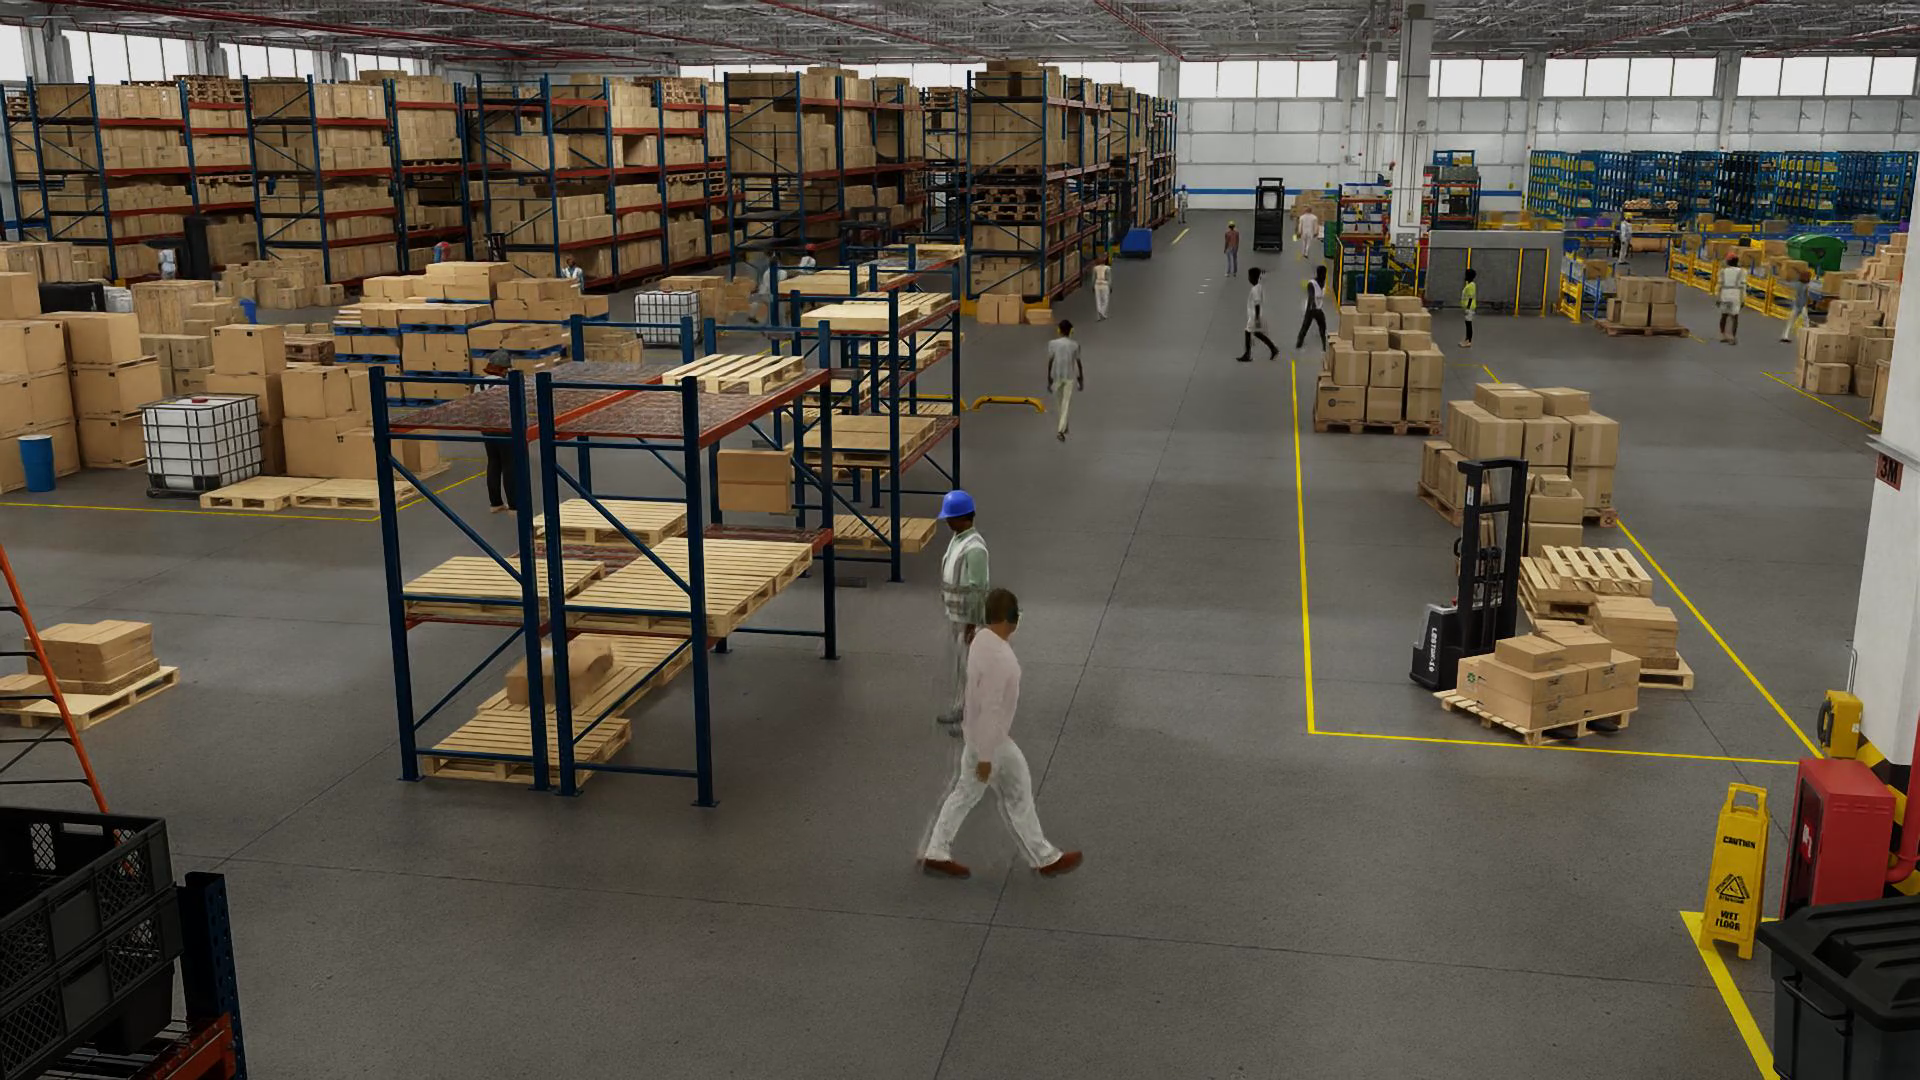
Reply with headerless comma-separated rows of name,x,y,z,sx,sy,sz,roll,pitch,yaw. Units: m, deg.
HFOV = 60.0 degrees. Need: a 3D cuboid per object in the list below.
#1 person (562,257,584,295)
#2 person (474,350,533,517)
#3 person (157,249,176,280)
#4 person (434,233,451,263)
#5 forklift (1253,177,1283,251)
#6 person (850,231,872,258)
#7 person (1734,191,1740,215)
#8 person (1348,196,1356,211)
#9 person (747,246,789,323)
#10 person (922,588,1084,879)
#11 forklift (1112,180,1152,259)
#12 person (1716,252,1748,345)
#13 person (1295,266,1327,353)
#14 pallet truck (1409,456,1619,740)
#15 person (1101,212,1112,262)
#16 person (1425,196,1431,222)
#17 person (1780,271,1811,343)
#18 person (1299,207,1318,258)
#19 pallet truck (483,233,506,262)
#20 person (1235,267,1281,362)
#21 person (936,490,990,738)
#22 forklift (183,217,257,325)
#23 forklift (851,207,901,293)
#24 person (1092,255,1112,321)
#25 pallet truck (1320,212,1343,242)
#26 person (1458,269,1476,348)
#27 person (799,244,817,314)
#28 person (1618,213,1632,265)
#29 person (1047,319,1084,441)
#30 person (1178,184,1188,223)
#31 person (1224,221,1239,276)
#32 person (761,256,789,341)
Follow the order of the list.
person,-9.347,-6.017,40.211,0.524,1.630,0.313,0,14,0
person,-5.538,-1.308,20.243,0.677,2.000,0.536,10,17,35
person,-22.005,-7.504,46.163,0.463,1.682,0.554,5,15,21
person,-14.423,-7.628,46.342,0.429,1.836,0.631,4,14,15
forklift,12.083,-12.747,64.956,1.129,2.768,1.873,3,14,10
person,-2.634,-7.347,44.932,0.648,1.954,0.921,3,14,12
person,37.338,-16.001,79.890,0.369,2.046,0.606,2,14,7
person,19.594,-16.545,82.937,0.513,1.637,0.309,2,14,8
person,-4.760,-6.245,40.683,1.150,1.869,0.644,-7,15,-25
person,0.231,1.223,10.333,1.035,1.870,0.662,-2,14,-7
forklift,6.082,-11.722,60.796,1.873,2.768,1.129,2,14,9
person,16.963,-5.312,36.617,0.618,2.001,0.611,11,17,37
person,7.463,-4.807,34.841,0.598,1.856,1.047,-11,17,-37
pallet truck,4.504,0.400,13.395,0.823,1.965,1.885,-6,15,-23
person,5.194,-10.819,59.442,0.589,1.744,0.561,-1,14,-2
person,20.661,-14.313,73.547,0.829,1.791,0.584,2,14,8
person,18.593,-5.118,36.641,0.849,1.588,0.503,2,14,9
person,12.885,-11.350,61.409,0.661,1.849,1.022,5,15,20
pallet truck,-11.832,-7.026,43.548,1.885,1.965,0.823,8,16,28
person,6.059,-4.545,33.602,0.822,1.940,0.615,4,14,16
person,0.030,0.560,12.869,0.402,1.937,0.604,-4,14,-14
forklift,-15.964,-5.374,35.022,1.873,2.768,1.129,-9,16,-32
forklift,-2.119,-6.611,40.046,1.129,2.768,1.873,3,14,10
person,3.519,-6.213,40.998,0.540,1.620,0.471,6,15,23
pallet truck,15.874,-13.227,70.310,0.680,1.201,1.601,10,17,35
person,11.008,-5.021,36.027,0.318,1.697,0.535,3,14,12
person,-3.705,-6.380,41.168,1.021,1.875,0.560,-10,17,-34
person,23.228,-10.506,58.053,0.403,1.817,0.602,9,17,33
person,1.596,-2.437,25.278,0.535,1.830,0.964,3,14,14
person,11.269,-17.001,84.147,0.604,1.949,0.384,-8,16,-28
person,8.745,-9.387,53.618,0.524,1.764,0.329,-5,15,-21
person,-4.186,-5.438,37.325,0.644,1.903,0.960,-10,17,-36
